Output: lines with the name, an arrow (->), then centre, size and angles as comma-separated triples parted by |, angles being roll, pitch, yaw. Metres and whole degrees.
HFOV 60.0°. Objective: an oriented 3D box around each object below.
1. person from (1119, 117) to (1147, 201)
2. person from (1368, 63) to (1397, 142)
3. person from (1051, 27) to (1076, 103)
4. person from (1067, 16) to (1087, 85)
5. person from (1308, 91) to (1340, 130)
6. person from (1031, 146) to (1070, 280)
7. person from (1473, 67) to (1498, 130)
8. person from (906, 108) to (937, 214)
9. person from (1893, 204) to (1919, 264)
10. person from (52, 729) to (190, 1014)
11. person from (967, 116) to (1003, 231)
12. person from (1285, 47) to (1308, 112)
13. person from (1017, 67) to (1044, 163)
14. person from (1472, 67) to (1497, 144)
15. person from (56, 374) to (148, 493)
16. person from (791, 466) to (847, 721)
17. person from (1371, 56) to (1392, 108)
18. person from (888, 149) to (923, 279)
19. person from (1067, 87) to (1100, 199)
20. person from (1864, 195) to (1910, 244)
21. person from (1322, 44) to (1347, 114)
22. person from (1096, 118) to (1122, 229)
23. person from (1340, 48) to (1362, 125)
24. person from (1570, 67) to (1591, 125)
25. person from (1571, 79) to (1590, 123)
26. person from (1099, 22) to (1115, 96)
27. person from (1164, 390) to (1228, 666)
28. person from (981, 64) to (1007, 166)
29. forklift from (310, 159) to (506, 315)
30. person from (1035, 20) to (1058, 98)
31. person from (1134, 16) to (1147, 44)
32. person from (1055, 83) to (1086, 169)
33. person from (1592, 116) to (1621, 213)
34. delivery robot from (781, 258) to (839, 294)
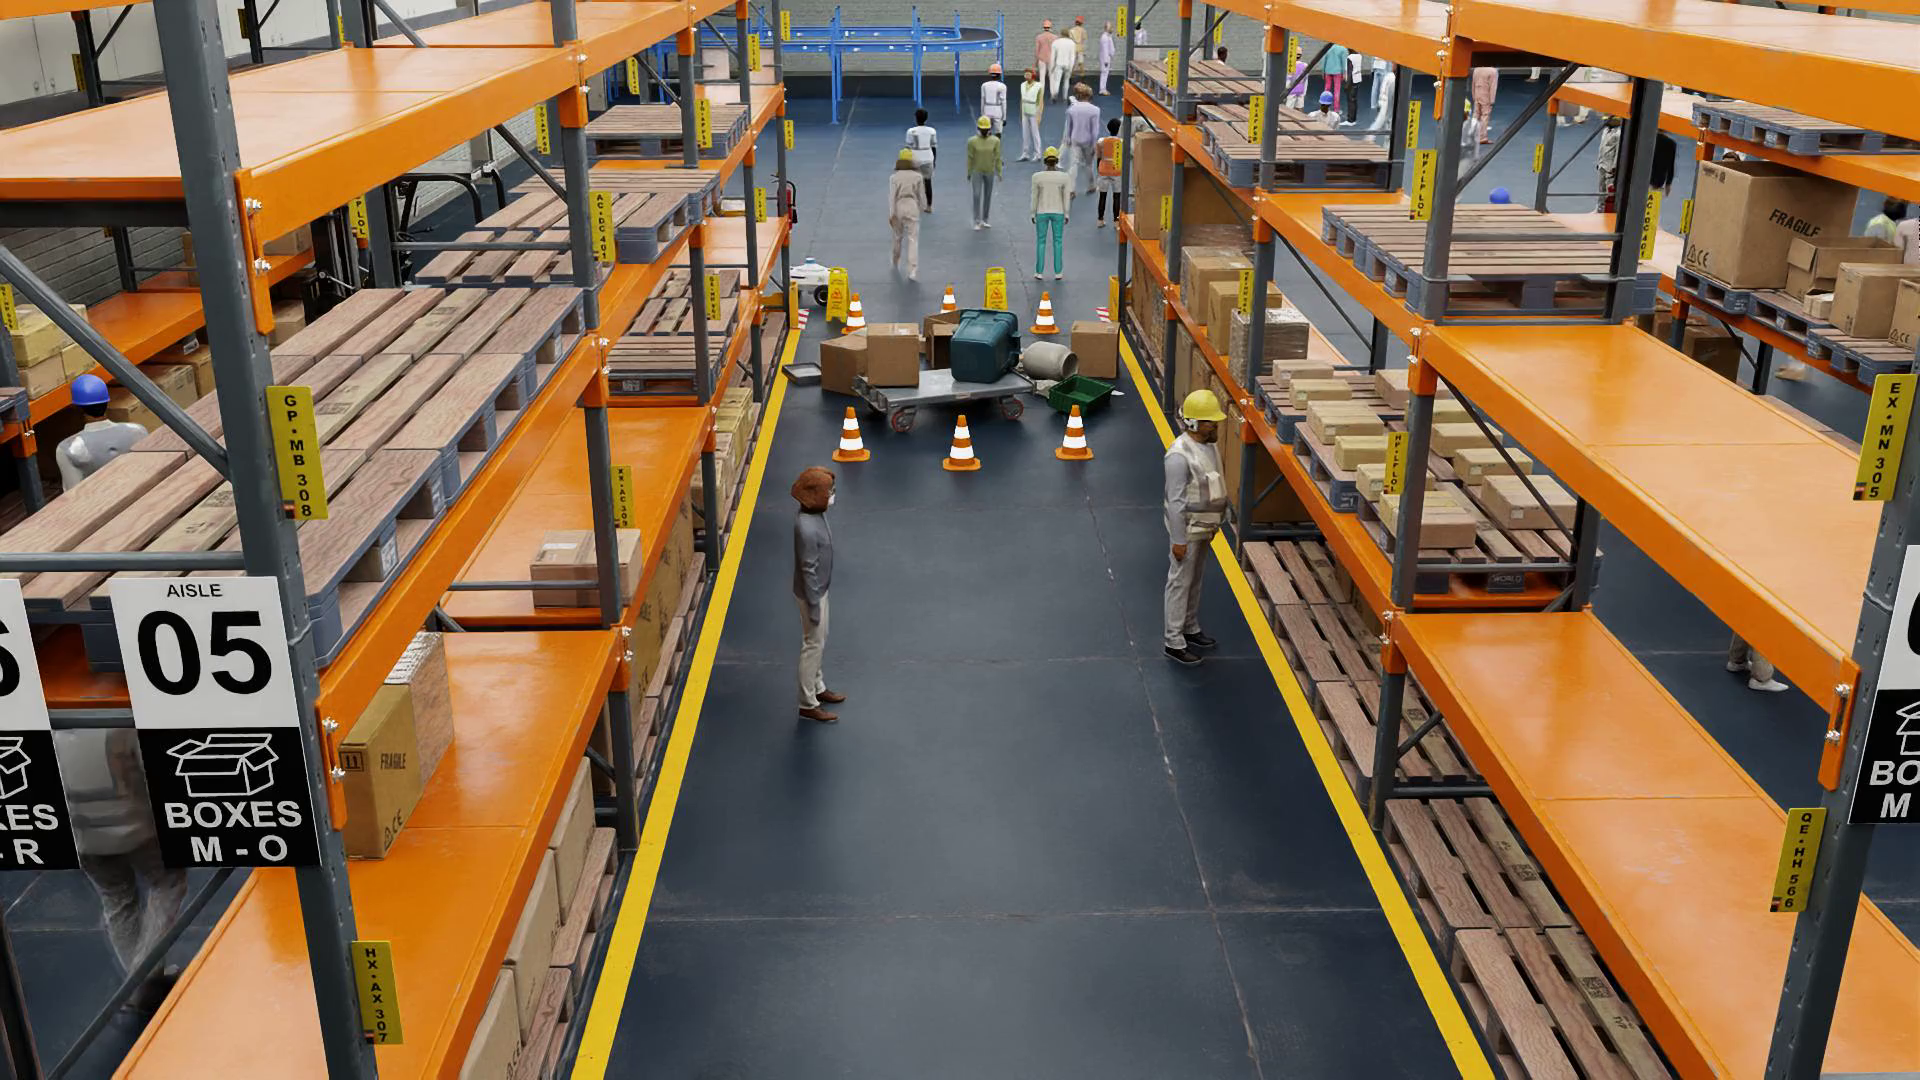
person -> 2.956, -6.683, 28.453 | 0.490, 1.731, 0.324 | 6, 22, 16
person -> 8.934, -9.031, 34.538 | 0.815, 1.859, 0.652 | 1, 21, 3
person -> 2.651, -12.209, 42.832 | 0.637, 1.903, 0.906 | 3, 21, 9
person -> 3.319, -13.947, 47.429 | 0.612, 1.896, 0.506 | 0, 21, -1
person -> 5.943, -6.389, 27.377 | 0.605, 1.943, 0.402 | -4, 21, -10
person -> 1.209, -4.386, 22.345 | 0.527, 1.759, 0.344 | 0, 21, 0
person -> 11.911, -10.269, 37.685 | 0.398, 1.909, 0.597 | -14, 25, -33
person -> -0.622, -6.185, 27.193 | 0.552, 1.687, 0.322 | -11, 23, -27
person -> 10.293, -2.792, 17.861 | 0.669, 1.960, 0.768 | 8, 22, 21
person -> -3.692, 1.244, 7.248 | 0.631, 1.907, 0.473 | 0, 21, 1
person -> 0.391, -5.685, 25.796 | 0.538, 1.737, 0.735 | -3, 21, -8
person -> 7.331, -9.807, 36.437 | 0.550, 1.923, 0.385 | -8, 22, -20
person -> 1.407, -8.381, 32.786 | 0.379, 1.841, 0.569 | -19, 28, -41
person -> 11.179, -9.403, 35.395 | 0.408, 1.906, 0.653 | -9, 22, -22
person -> -5.484, -0.121, 10.803 | 0.406, 1.947, 0.606 | 15, 25, 35
person -> -0.866, 0.322, 10.084 | 0.298, 1.622, 0.507 | 0, 21, 0
person -> 10.586, -11.825, 41.796 | 0.397, 1.911, 0.587 | -18, 27, -40
person -> -0.741, -4.435, 22.565 | 0.479, 1.684, 0.955 | -3, 21, -8
person -> 2.103, -6.854, 28.719 | 0.649, 1.882, 1.055 | 10, 23, 24
person -> 10.099, -2.886, 18.303 | 0.431, 1.817, 0.671 | 18, 27, 39
person -> 9.137, -11.413, 40.586 | 0.619, 1.990, 0.395 | 14, 25, 33
person -> 2.367, -5.709, 25.936 | 0.530, 1.689, 0.322 | 7, 22, 17
person -> 9.074, -10.569, 38.472 | 0.396, 1.911, 0.590 | 14, 25, 32
person -> 14.458, -10.479, 38.634 | 0.293, 1.623, 0.507 | 14, 25, 33
person -> 14.381, -10.616, 38.706 | 0.537, 1.831, 0.486 | 1, 21, 2
person -> 3.962, -12.942, 44.768 | 0.397, 1.899, 0.643 | 2, 21, 4
person -> 1.541, -0.096, 10.898 | 0.403, 1.833, 0.586 | 11, 23, 26
person -> 0.674, -8.270, 32.376 | 0.546, 1.928, 0.400 | 11, 24, 28
forklift -> -5.622, -2.910, 17.832 | 2.313, 2.155, 1.214 | -1, 21, -1
person -> 2.291, -12.724, 44.048 | 0.614, 1.993, 0.395 | -1, 21, -3
person -> 5.010, -13.770, 46.907 | 0.381, 1.928, 0.587 | -14, 25, -33
person -> 2.187, -7.986, 32.079 | 0.458, 1.603, 0.699 | 18, 27, 40
person -> 10.404, -6.046, 26.751 | 0.318, 1.741, 0.492 | -5, 21, -12
delivery robot -> -1.898, -3.326, 21.082 | 0.707, 0.478, 0.477 | 3, 21, 9
